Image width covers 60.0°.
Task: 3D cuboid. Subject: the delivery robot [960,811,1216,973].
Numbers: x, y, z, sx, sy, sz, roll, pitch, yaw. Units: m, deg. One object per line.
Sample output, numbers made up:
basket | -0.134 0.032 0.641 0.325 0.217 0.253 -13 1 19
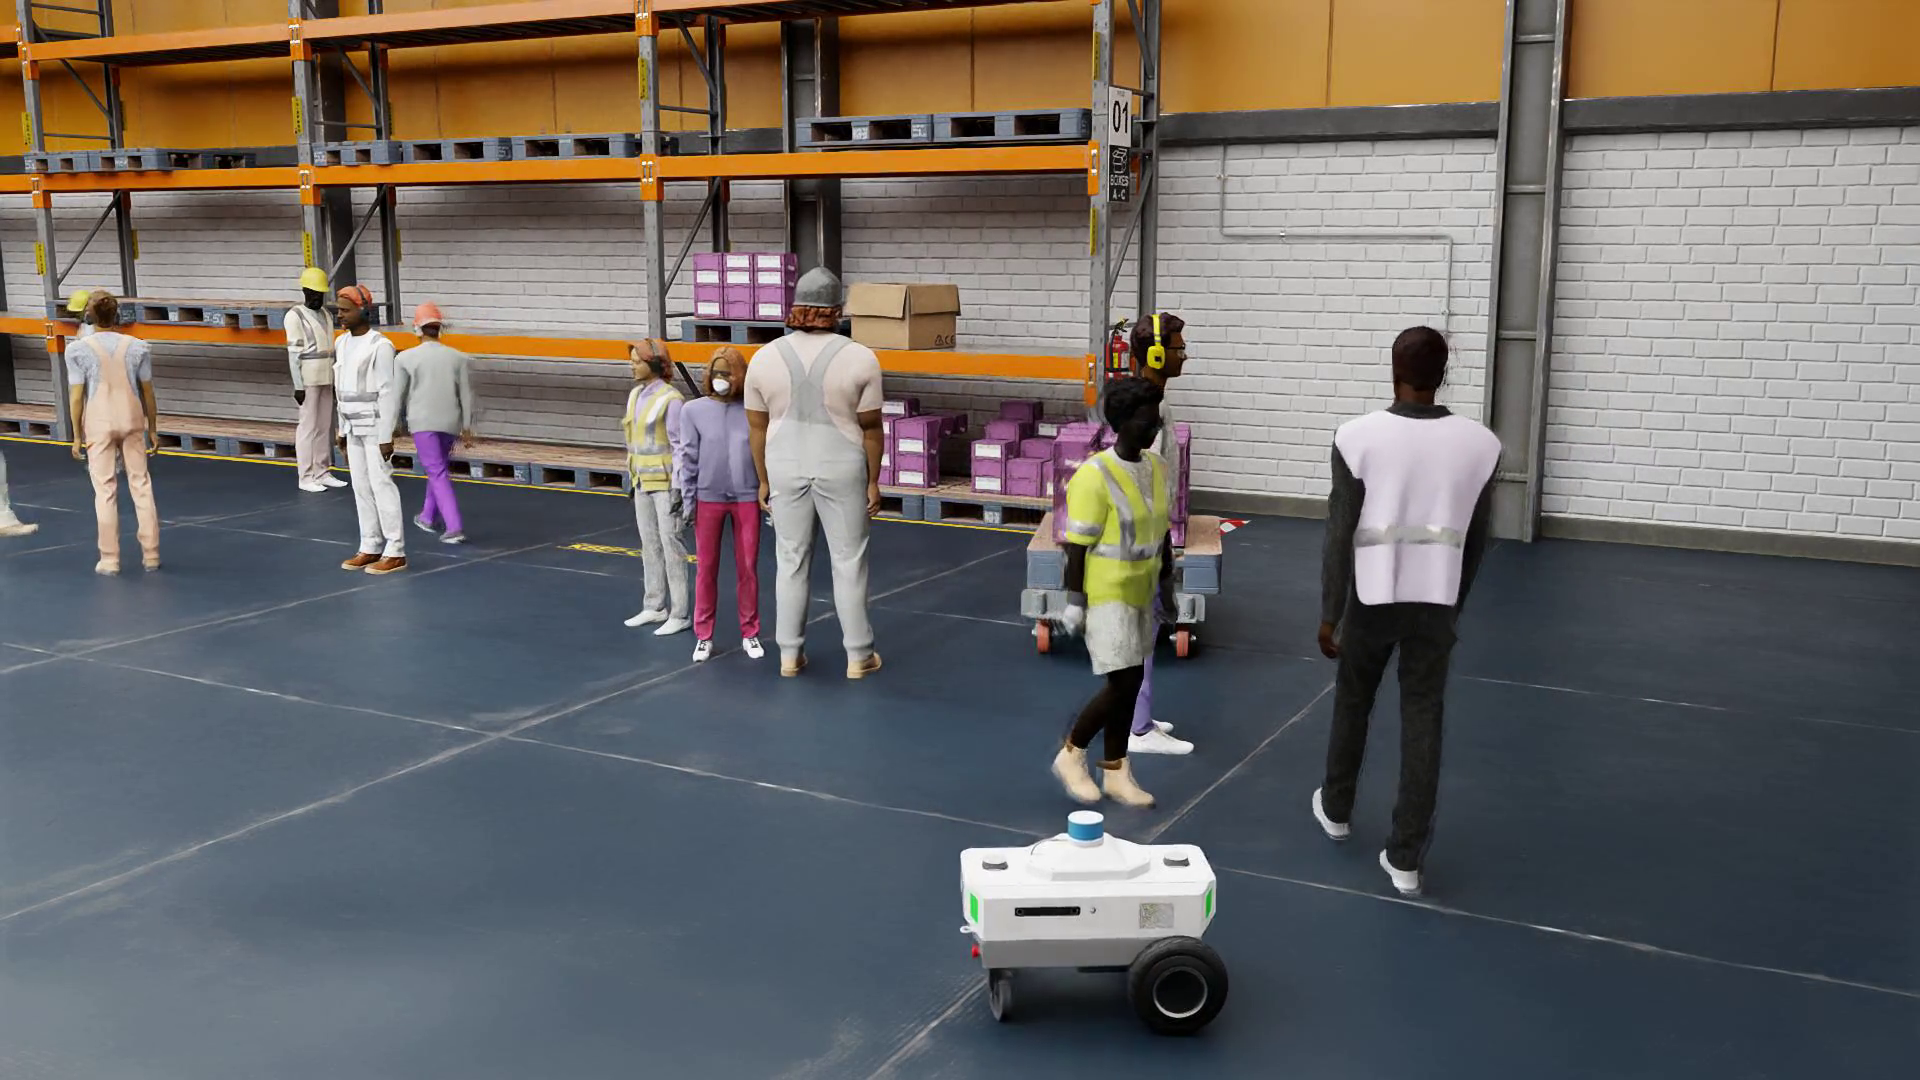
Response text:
delivery robot | 0.353 1.015 4.727 0.707 0.478 0.477 0 10 -3

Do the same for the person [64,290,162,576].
person | -5.487 -0.691 10.798 0.516 1.843 0.327 -8 13 -38

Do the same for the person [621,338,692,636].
person | -1.674 -0.294 9.184 0.310 1.638 0.523 -9 14 -40

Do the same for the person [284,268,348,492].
person | -5.547 -1.379 14.366 0.384 1.917 0.593 2 11 12

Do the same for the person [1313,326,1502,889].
person | 1.533 0.197 5.824 0.599 1.878 0.875 0 10 3

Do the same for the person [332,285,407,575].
person | -3.864 -0.712 10.843 0.568 1.878 0.351 9 14 40

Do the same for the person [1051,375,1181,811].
person | 0.602 0.212 6.277 0.350 1.679 0.549 8 13 38

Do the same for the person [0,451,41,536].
person | -7.265 -0.884 11.977 0.895 1.809 0.509 -8 13 -36

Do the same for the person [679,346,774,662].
person | -1.194 -0.186 8.609 0.498 1.633 0.284 -2 11 -10

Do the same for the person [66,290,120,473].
person | -7.954 -1.432 15.248 0.355 1.708 0.573 -7 12 -33

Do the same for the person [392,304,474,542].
person | -3.836 -0.849 12.070 0.905 1.704 0.566 10 14 43

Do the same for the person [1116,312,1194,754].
person | 0.814 -0.030 7.104 0.331 1.874 0.519 -1 10 -5

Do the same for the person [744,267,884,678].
person | -0.695 -0.331 8.288 0.682 2.000 0.536 2 10 10
